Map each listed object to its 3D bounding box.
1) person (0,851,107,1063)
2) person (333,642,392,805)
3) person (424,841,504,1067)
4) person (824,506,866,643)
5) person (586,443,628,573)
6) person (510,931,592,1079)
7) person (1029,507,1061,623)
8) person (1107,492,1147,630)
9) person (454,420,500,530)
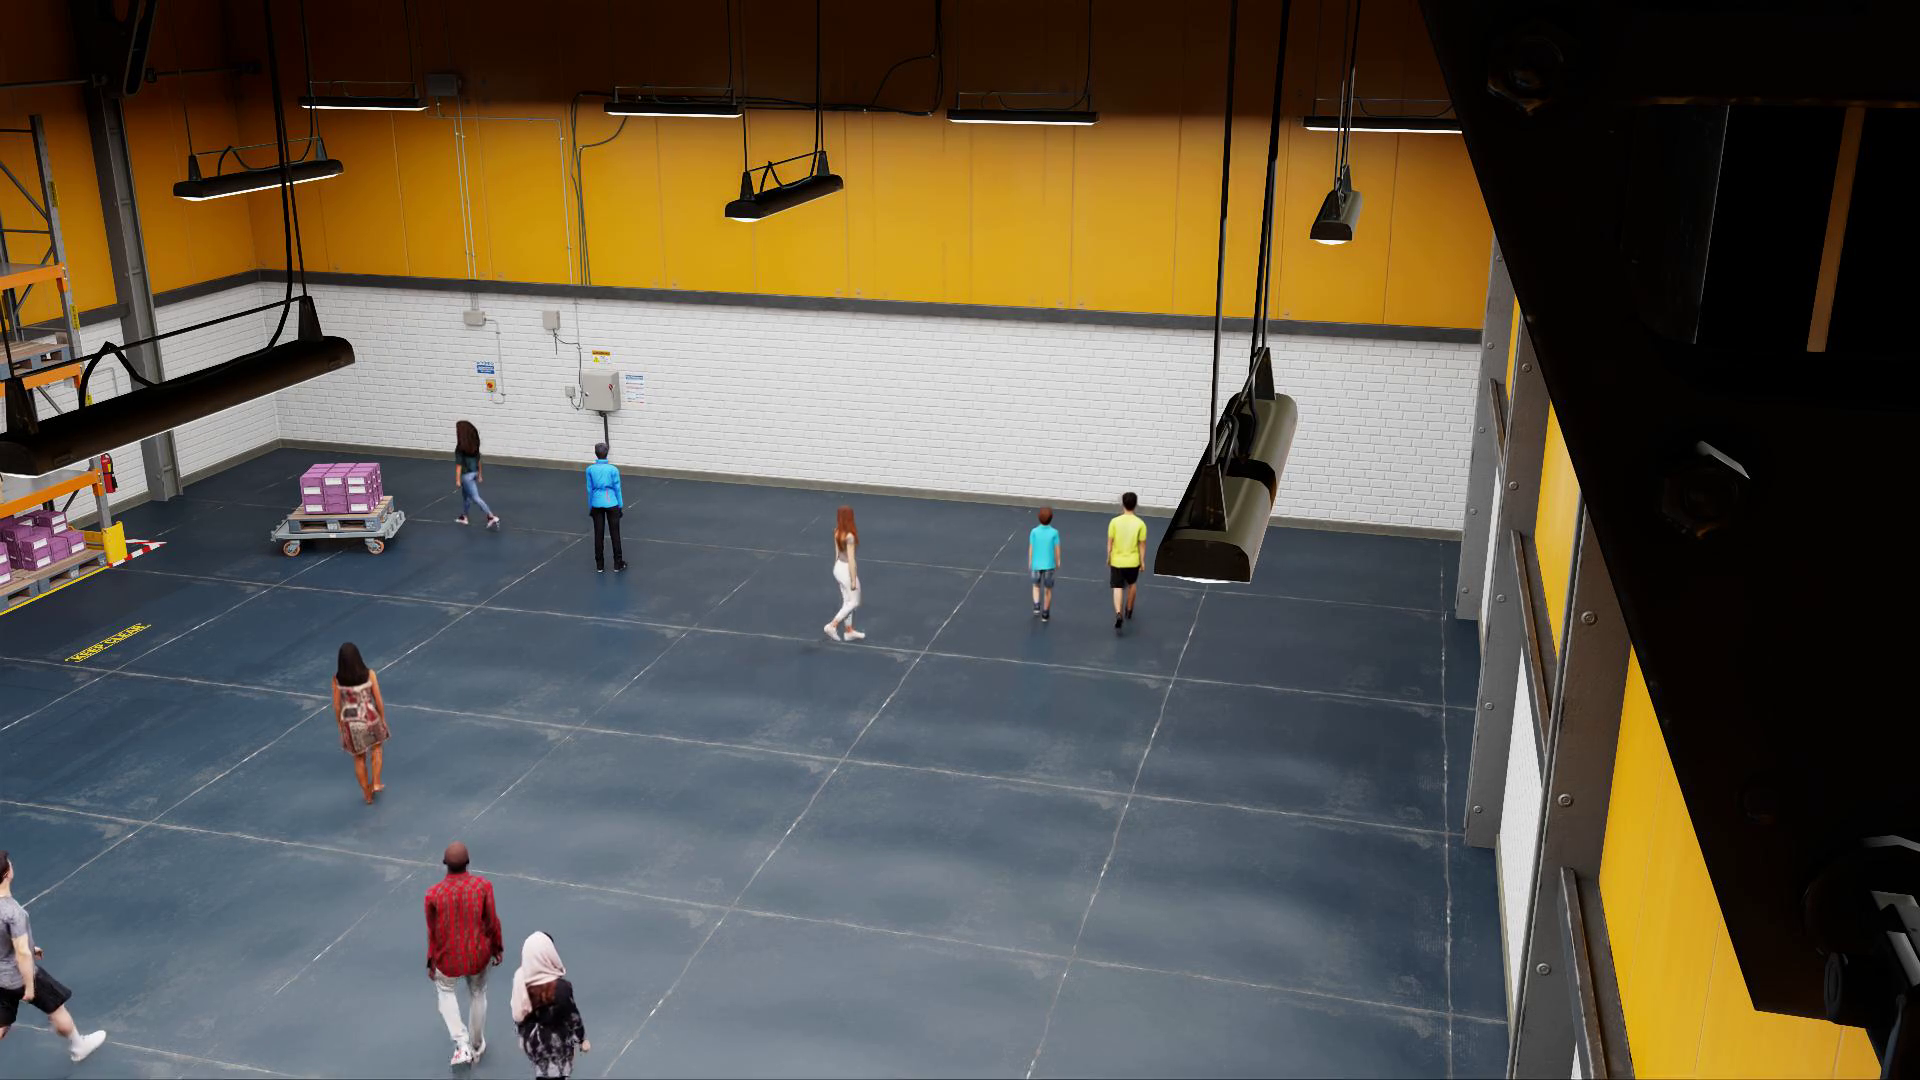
[{"bbox_3d":[-6.787,3.115,11.738,0.820,1.834,1.257,11,21,28],"label":"person"},{"bbox_3d":[-5.775,1.789,15.993,0.789,1.632,0.842,-5,19,-14],"label":"person"},{"bbox_3d":[-3.589,3.033,12.016,0.869,1.813,0.919,-6,20,-18],"label":"person"},{"bbox_3d":[-1.434,0.435,19.893,0.922,1.710,0.851,-11,22,-30],"label":"person"},{"bbox_3d":[-4.780,-0.447,22.379,0.669,1.794,0.624,0,19,0],"label":"person"},{"bbox_3d":[-2.829,3.416,11.182,0.730,1.619,0.775,12,22,32],"label":"person"},{"bbox_3d":[1.034,0.317,20.683,0.590,1.429,0.785,3,19,7],"label":"person"},{"bbox_3d":[2.029,0.269,20.425,0.773,1.683,1.080,1,19,2],"label":"person"},{"bbox_3d":[-7.051,-0.919,24.112,0.773,1.582,1.068,8,20,22],"label":"person"}]
